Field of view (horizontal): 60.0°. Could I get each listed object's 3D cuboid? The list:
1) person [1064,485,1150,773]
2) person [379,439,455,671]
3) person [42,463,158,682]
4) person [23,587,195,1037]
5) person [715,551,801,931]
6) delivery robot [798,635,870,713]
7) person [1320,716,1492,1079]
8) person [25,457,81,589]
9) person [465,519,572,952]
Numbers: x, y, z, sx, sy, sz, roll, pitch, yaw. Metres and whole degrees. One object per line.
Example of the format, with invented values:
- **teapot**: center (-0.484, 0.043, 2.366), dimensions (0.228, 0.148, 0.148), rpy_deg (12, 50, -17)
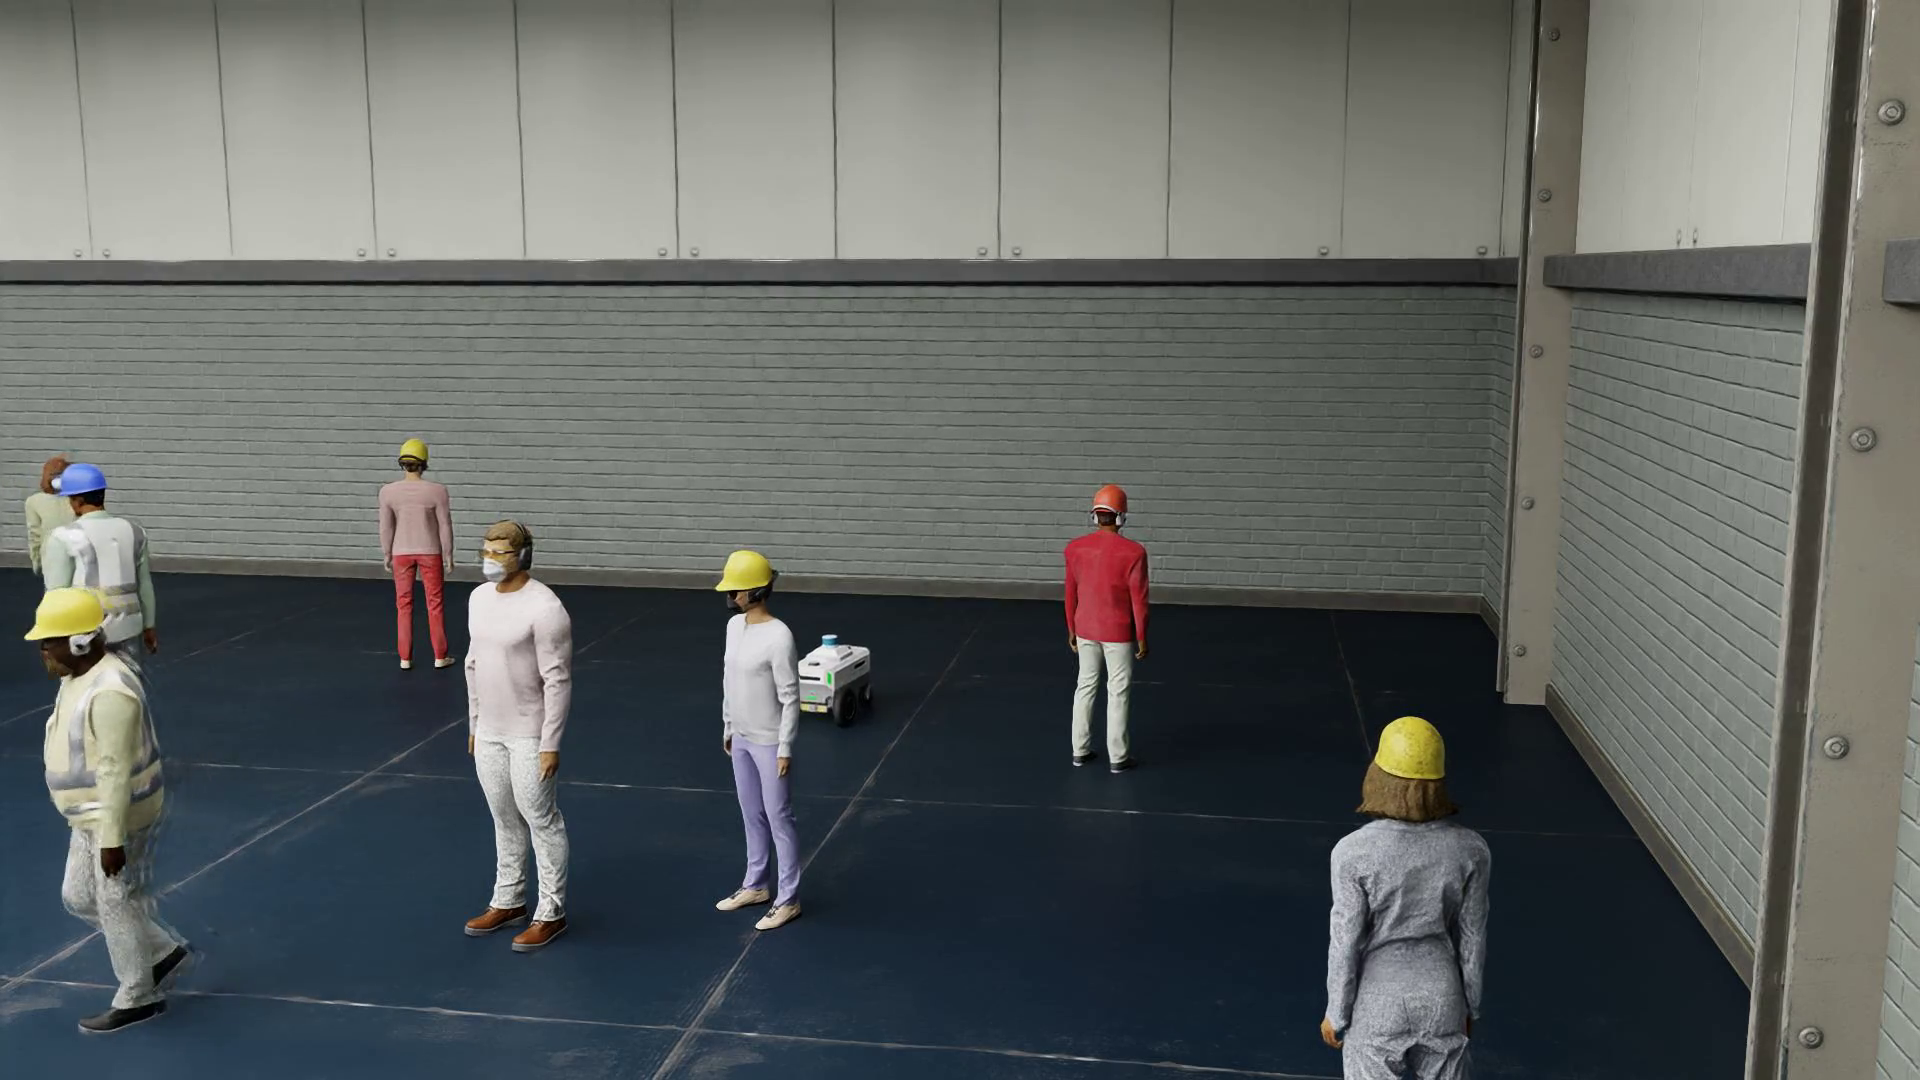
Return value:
- **person**: center (0.907, 0.533, 10.130), dimensions (0.571, 1.744, 0.351), rpy_deg (7, 11, 35)
- **person**: center (-4.117, 0.113, 12.643), dimensions (0.534, 1.767, 0.320), rpy_deg (-1, 9, -6)
- **person**: center (-4.967, 0.521, 9.620), dimensions (0.447, 1.938, 0.670), rpy_deg (3, 10, 20)
- **person**: center (-3.391, 1.069, 6.592), dimensions (0.442, 1.812, 0.632), rpy_deg (-7, 12, -38)
- **person**: center (-0.945, 0.918, 7.691), dimensions (0.324, 1.764, 0.533), rpy_deg (-8, 12, -39)
- **delivery robot**: center (-0.882, 0.888, 11.299), dimensions (0.477, 0.478, 0.707), rpy_deg (3, 10, 20)
- **person**: center (1.307, 1.375, 4.928), dimensions (0.484, 1.745, 0.297), rpy_deg (-1, 9, -6)
- **person**: center (-6.952, 0.142, 12.945), dimensions (0.507, 1.610, 0.704), rpy_deg (-5, 10, -26)
- **person**: center (-1.996, 0.865, 7.475), dimensions (0.629, 1.940, 0.372), rpy_deg (7, 11, 35)
